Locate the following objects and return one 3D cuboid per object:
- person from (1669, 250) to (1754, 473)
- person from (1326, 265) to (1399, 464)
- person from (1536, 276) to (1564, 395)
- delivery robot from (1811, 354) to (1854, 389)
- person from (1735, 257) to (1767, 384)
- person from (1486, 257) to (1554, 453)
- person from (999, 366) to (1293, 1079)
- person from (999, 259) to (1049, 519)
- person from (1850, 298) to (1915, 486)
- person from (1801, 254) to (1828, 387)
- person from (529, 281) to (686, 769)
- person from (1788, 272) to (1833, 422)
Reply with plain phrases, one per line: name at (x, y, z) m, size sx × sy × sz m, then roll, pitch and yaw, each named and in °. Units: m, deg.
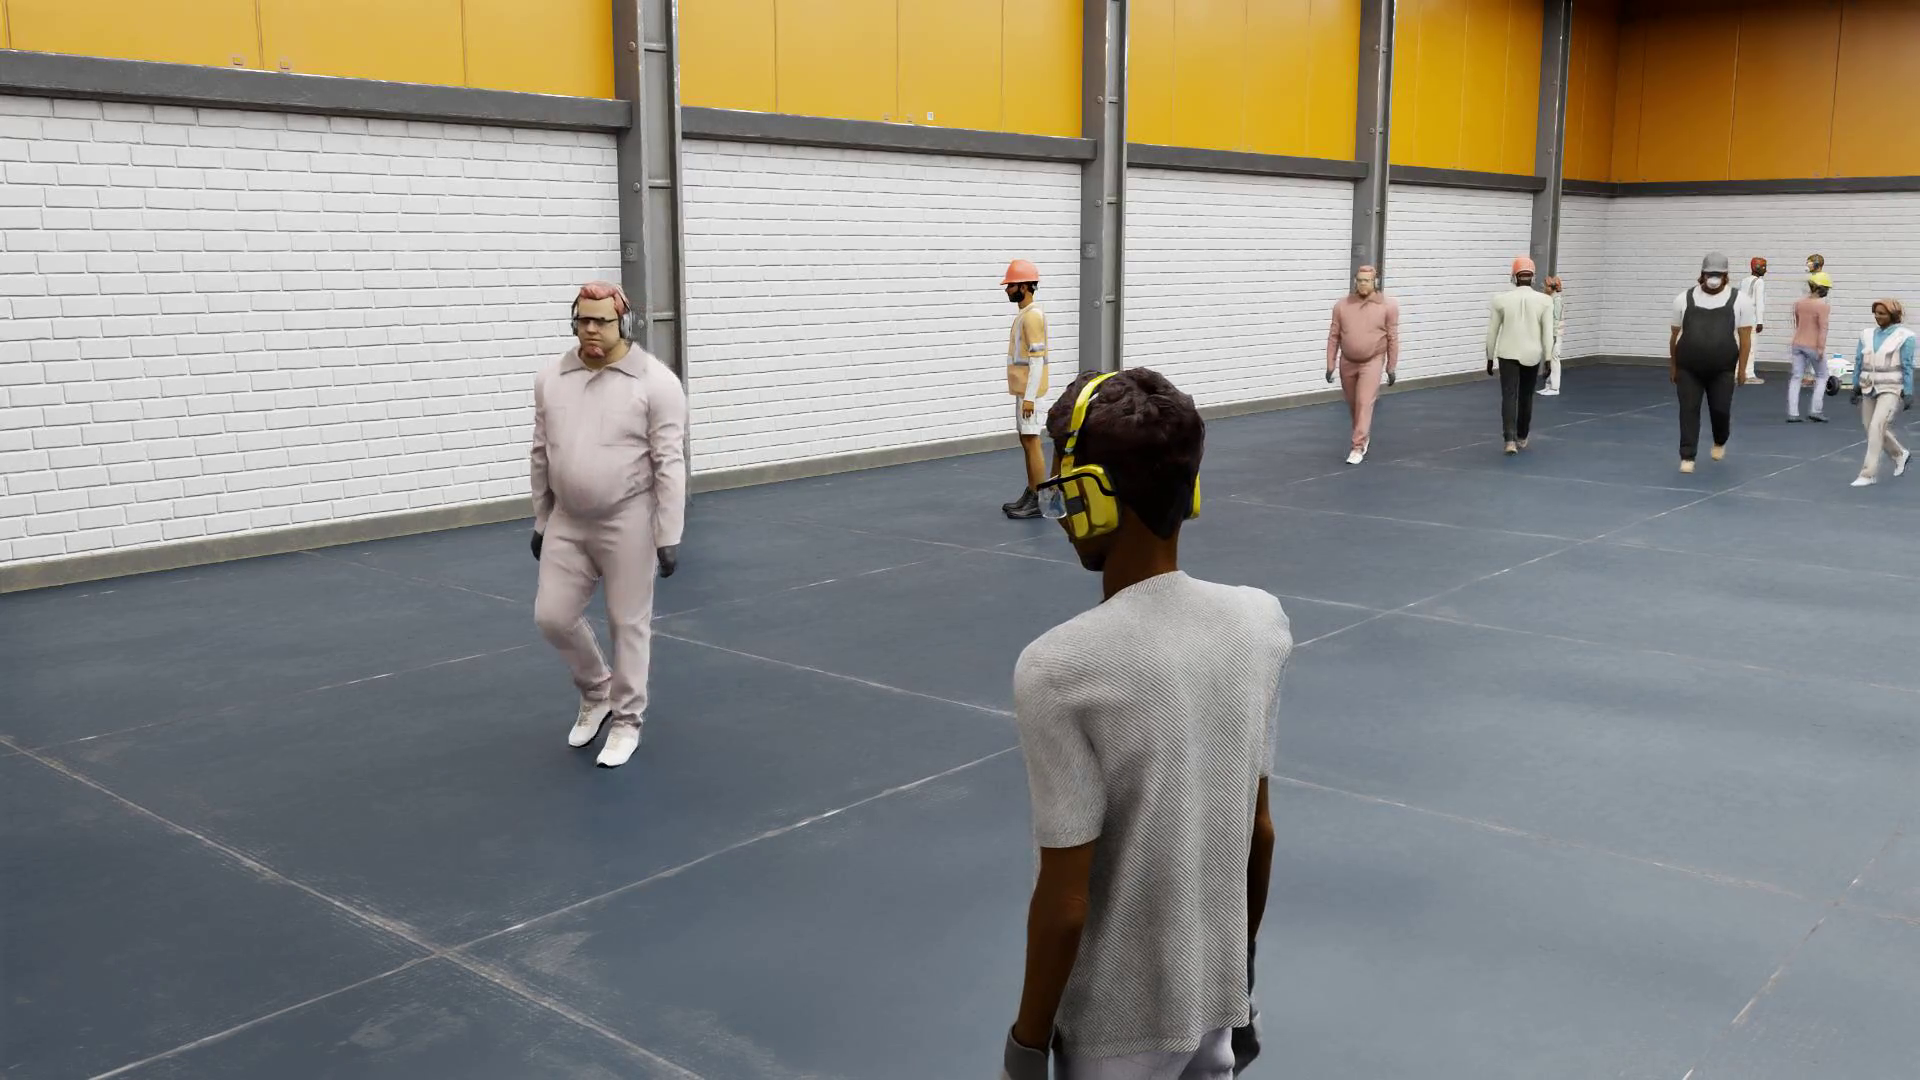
person at (6.820, -1.647, 15.158) m, size 0.690 × 2.000 × 0.771 m, roll 5°, pitch 11°, yaw 28°
person at (3.857, -1.695, 15.941) m, size 0.648 × 1.868 × 0.983 m, roll 6°, pitch 12°, yaw 30°
person at (8.157, -2.807, 22.930) m, size 0.311 × 1.634 × 0.519 m, roll 1°, pitch 10°, yaw 6°
delivery robot at (12.142, -2.336, 23.040) m, size 0.477 × 0.478 × 0.707 m, roll -1°, pitch 10°, yaw -7°
person at (11.865, -3.287, 24.937) m, size 0.360 × 1.885 × 0.575 m, roll 0°, pitch 10°, yaw -3°
person at (5.569, -1.837, 16.574) m, size 0.629 × 1.935 × 1.046 m, roll 3°, pitch 10°, yaw 15°
person at (0.240, 0.691, 2.375) m, size 0.521 × 1.857 × 0.328 m, roll -8°, pitch 13°, yaw -40°
person at (0.474, -1.123, 12.472) m, size 0.374 × 1.935 × 0.552 m, roll -1°, pitch 10°, yaw -3°
person at (7.960, -1.272, 14.279) m, size 0.723 × 1.615 × 0.537 m, roll -4°, pitch 11°, yaw -23°
person at (12.460, -3.206, 24.327) m, size 0.370 × 1.940 × 0.630 m, roll 3°, pitch 10°, yaw 16°
person at (-1.386, -0.058, 6.508) m, size 0.678 × 1.894 × 0.418 m, roll 2°, pitch 10°, yaw 14°
person at (9.909, -2.227, 19.316) m, size 0.606 × 1.737 × 0.519 m, roll -4°, pitch 11°, yaw -22°
